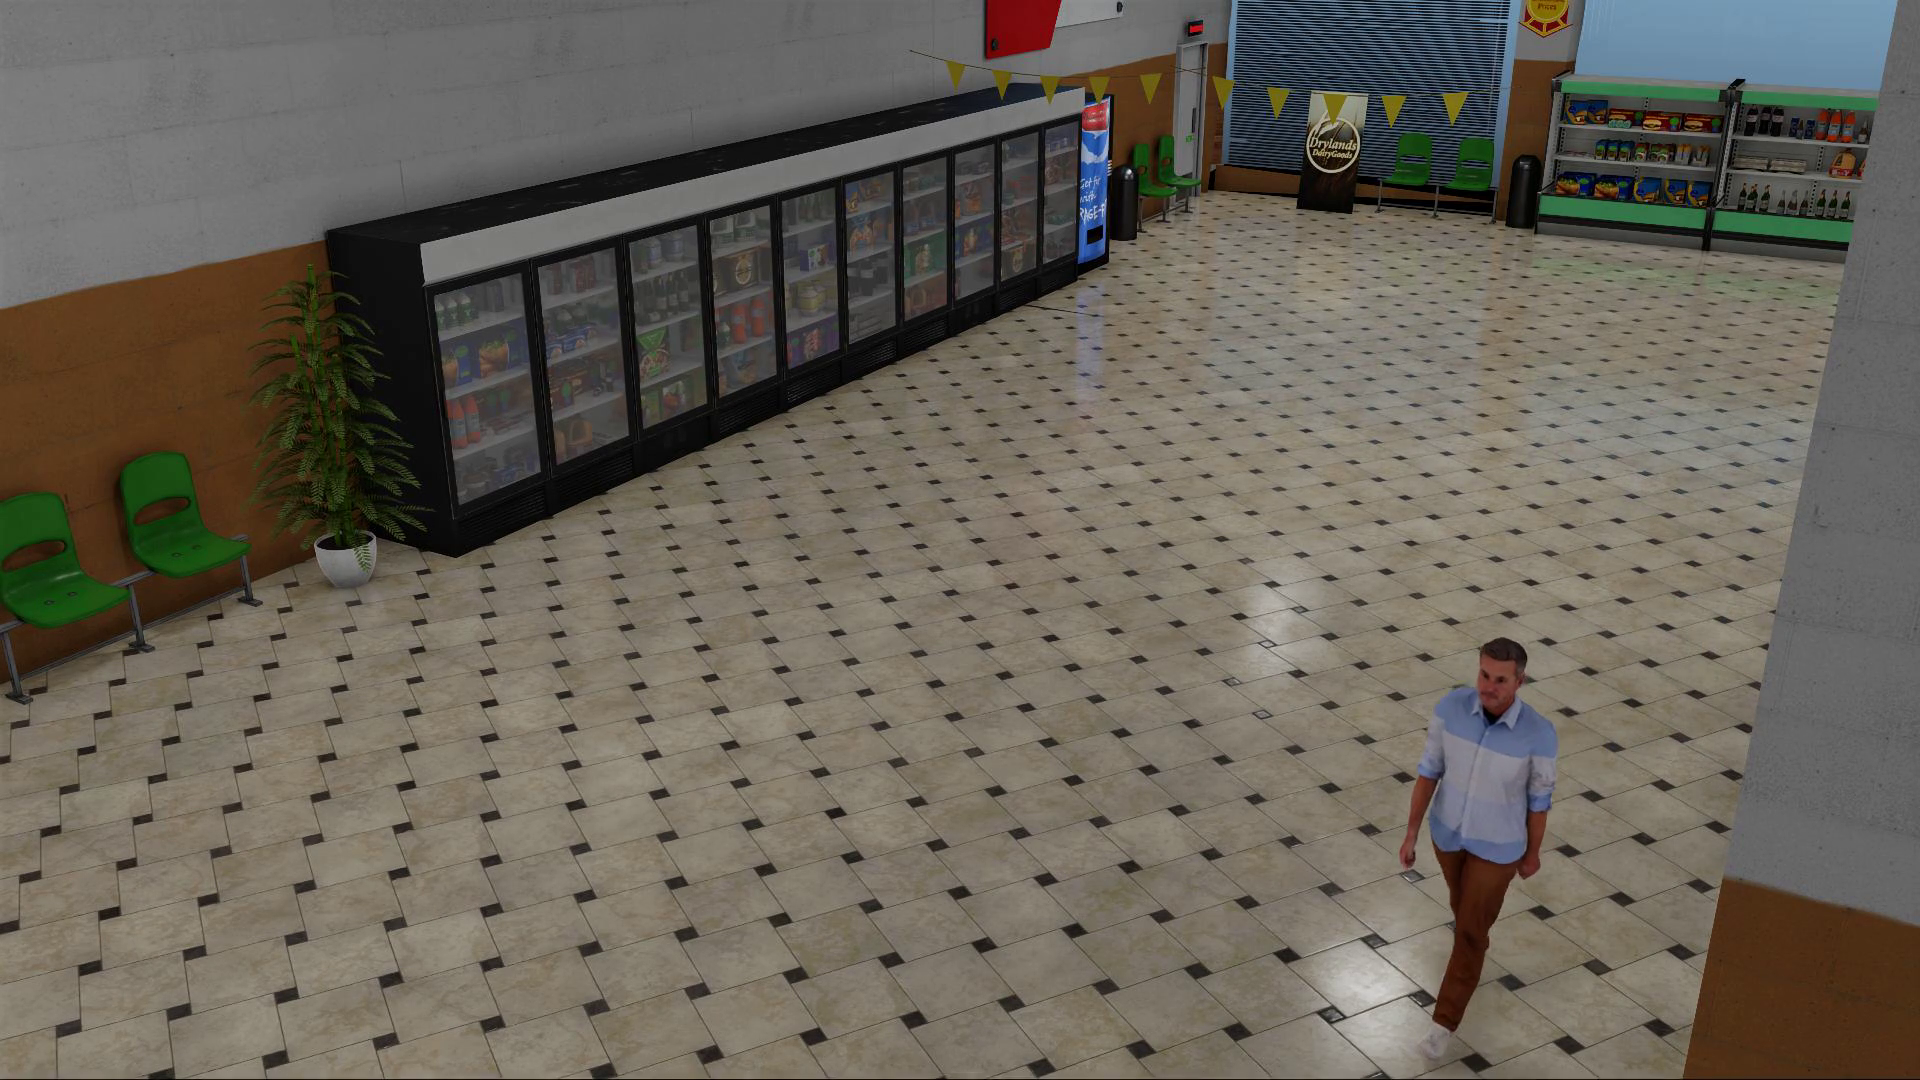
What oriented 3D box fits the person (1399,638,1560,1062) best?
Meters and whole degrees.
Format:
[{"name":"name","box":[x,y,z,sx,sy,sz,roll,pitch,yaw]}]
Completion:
[{"name":"person","box":[2.198,1.214,7.010,1.155,1.779,0.915,19,28,38]}]
